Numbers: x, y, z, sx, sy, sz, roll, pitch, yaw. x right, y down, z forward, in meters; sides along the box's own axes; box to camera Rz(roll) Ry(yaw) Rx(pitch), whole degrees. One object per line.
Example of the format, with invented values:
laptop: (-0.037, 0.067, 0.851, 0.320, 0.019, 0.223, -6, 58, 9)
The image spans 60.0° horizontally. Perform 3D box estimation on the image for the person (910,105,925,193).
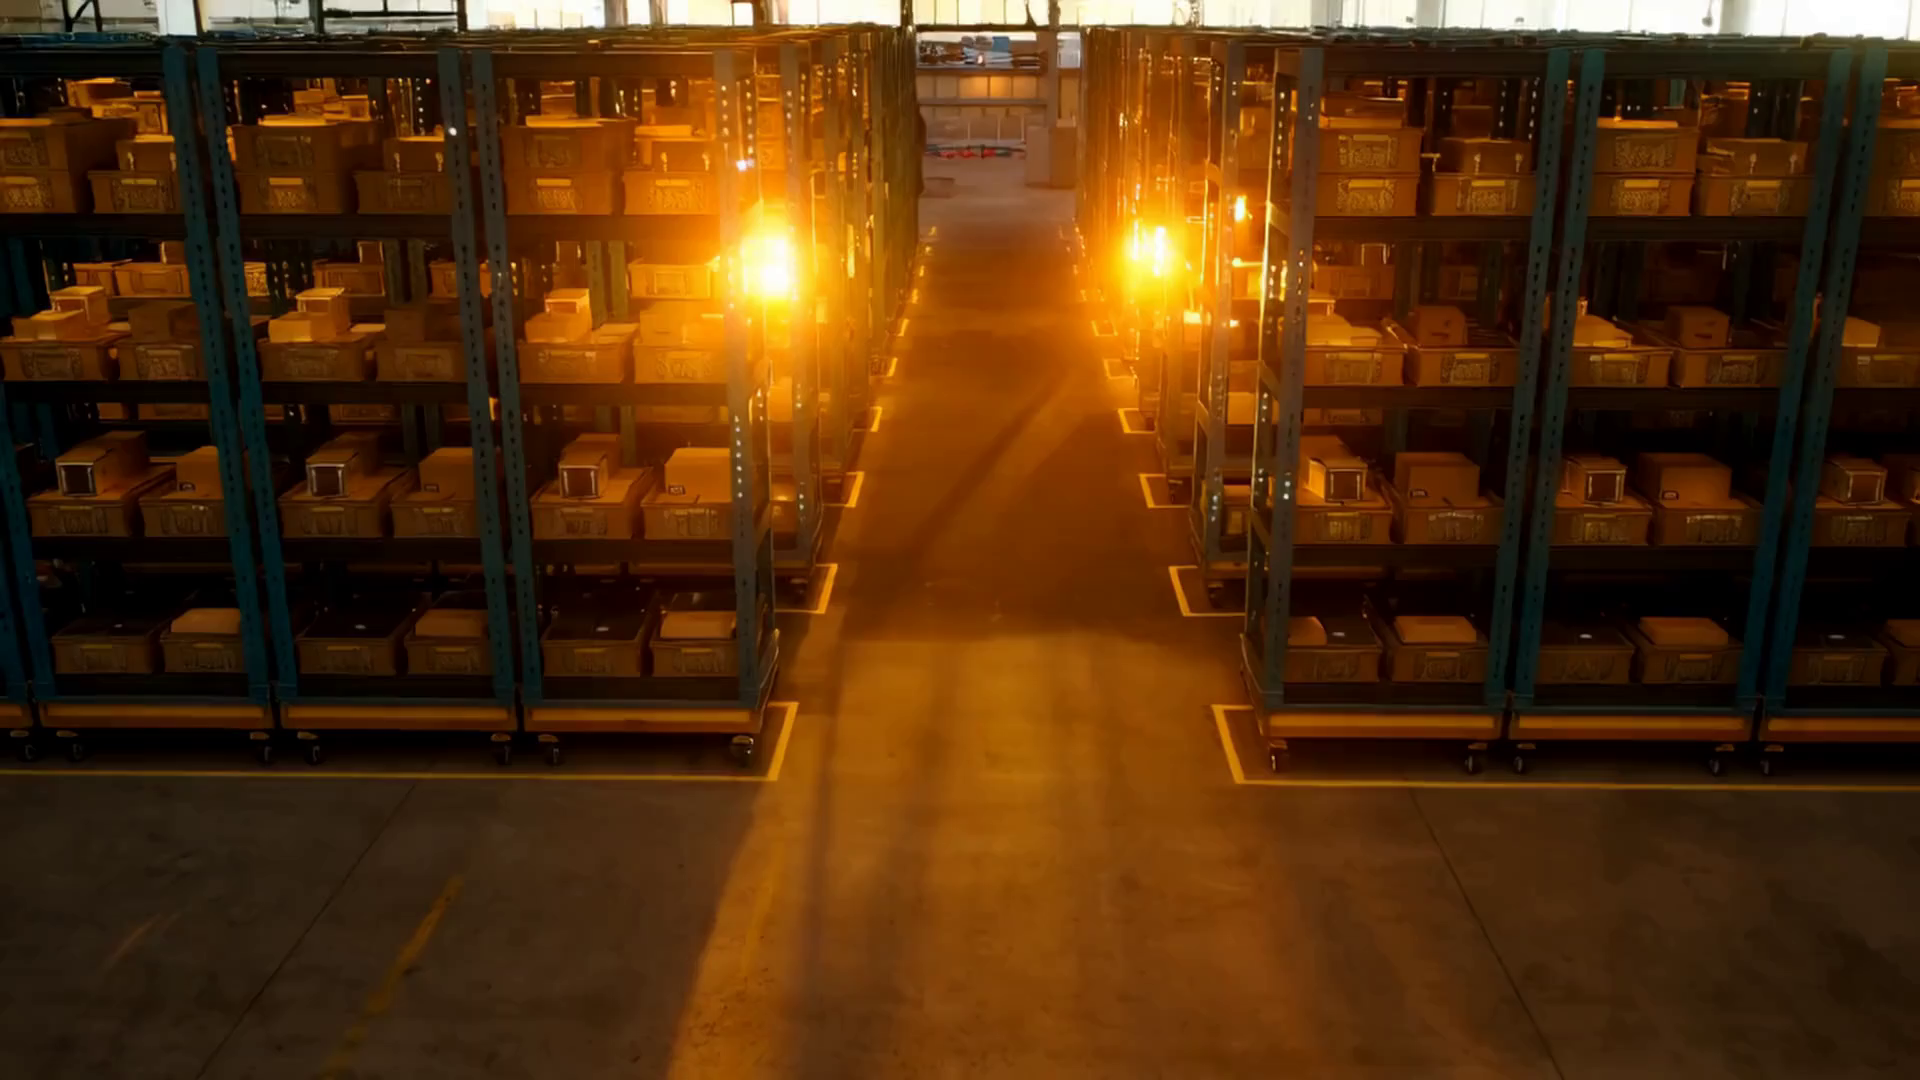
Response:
person: (-1.100, -8.556, 36.499, 0.639, 1.905, 0.937, 11, 21, 31)
